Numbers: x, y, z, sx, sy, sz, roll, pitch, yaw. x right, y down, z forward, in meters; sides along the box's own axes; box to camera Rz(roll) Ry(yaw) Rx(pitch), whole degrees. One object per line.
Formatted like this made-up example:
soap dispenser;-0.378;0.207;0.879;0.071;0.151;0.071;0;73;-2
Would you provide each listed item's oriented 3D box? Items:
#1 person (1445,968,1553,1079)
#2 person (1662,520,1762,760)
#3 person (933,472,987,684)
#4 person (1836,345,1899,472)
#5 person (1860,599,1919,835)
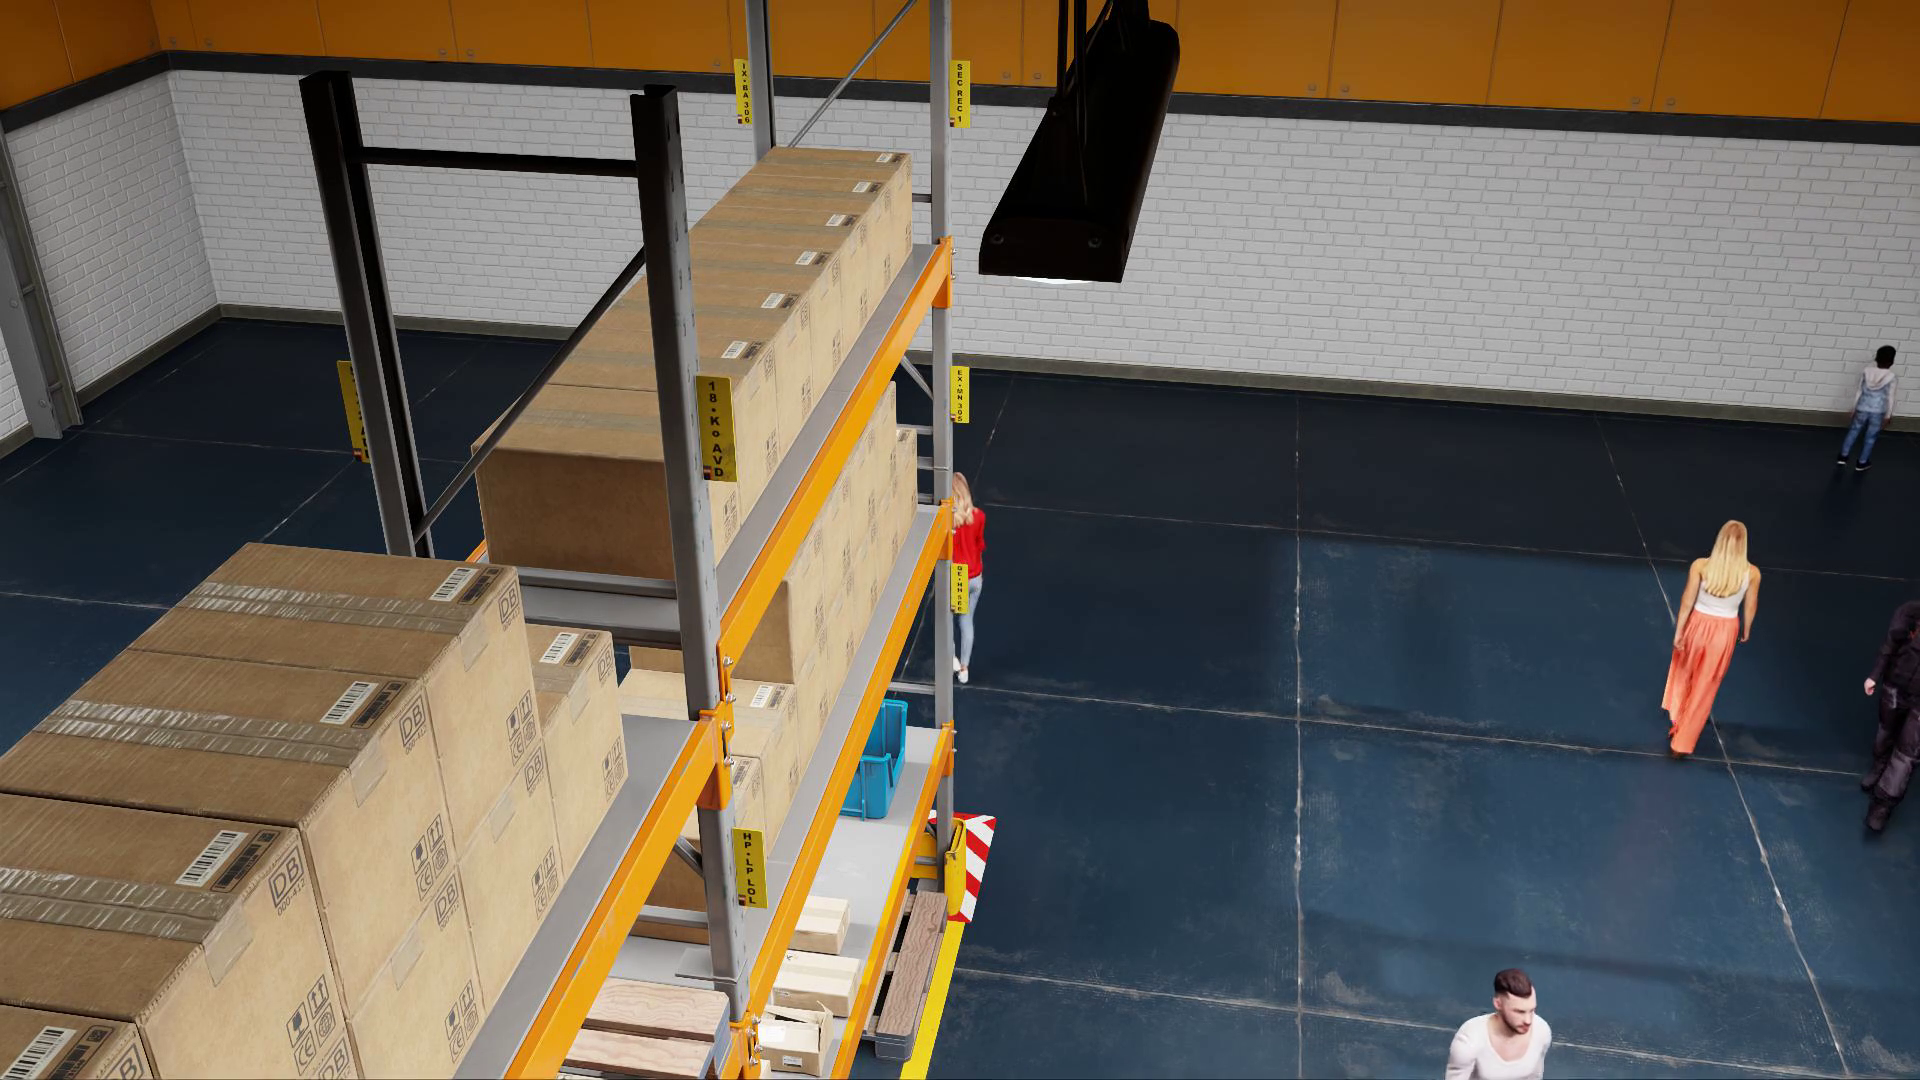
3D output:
person;2.426;2.692;7.827;0.898;1.830;1.040;-7;29;-13
person;5.160;0.731;11.475;0.834;1.779;1.053;16;32;27
person;0.027;0.333;12.296;0.715;1.692;0.729;-10;30;-17
person;8.531;-1.222;15.602;0.701;1.255;0.636;-23;36;-35
person;6.312;0.971;10.964;1.125;1.846;1.308;25;37;38
